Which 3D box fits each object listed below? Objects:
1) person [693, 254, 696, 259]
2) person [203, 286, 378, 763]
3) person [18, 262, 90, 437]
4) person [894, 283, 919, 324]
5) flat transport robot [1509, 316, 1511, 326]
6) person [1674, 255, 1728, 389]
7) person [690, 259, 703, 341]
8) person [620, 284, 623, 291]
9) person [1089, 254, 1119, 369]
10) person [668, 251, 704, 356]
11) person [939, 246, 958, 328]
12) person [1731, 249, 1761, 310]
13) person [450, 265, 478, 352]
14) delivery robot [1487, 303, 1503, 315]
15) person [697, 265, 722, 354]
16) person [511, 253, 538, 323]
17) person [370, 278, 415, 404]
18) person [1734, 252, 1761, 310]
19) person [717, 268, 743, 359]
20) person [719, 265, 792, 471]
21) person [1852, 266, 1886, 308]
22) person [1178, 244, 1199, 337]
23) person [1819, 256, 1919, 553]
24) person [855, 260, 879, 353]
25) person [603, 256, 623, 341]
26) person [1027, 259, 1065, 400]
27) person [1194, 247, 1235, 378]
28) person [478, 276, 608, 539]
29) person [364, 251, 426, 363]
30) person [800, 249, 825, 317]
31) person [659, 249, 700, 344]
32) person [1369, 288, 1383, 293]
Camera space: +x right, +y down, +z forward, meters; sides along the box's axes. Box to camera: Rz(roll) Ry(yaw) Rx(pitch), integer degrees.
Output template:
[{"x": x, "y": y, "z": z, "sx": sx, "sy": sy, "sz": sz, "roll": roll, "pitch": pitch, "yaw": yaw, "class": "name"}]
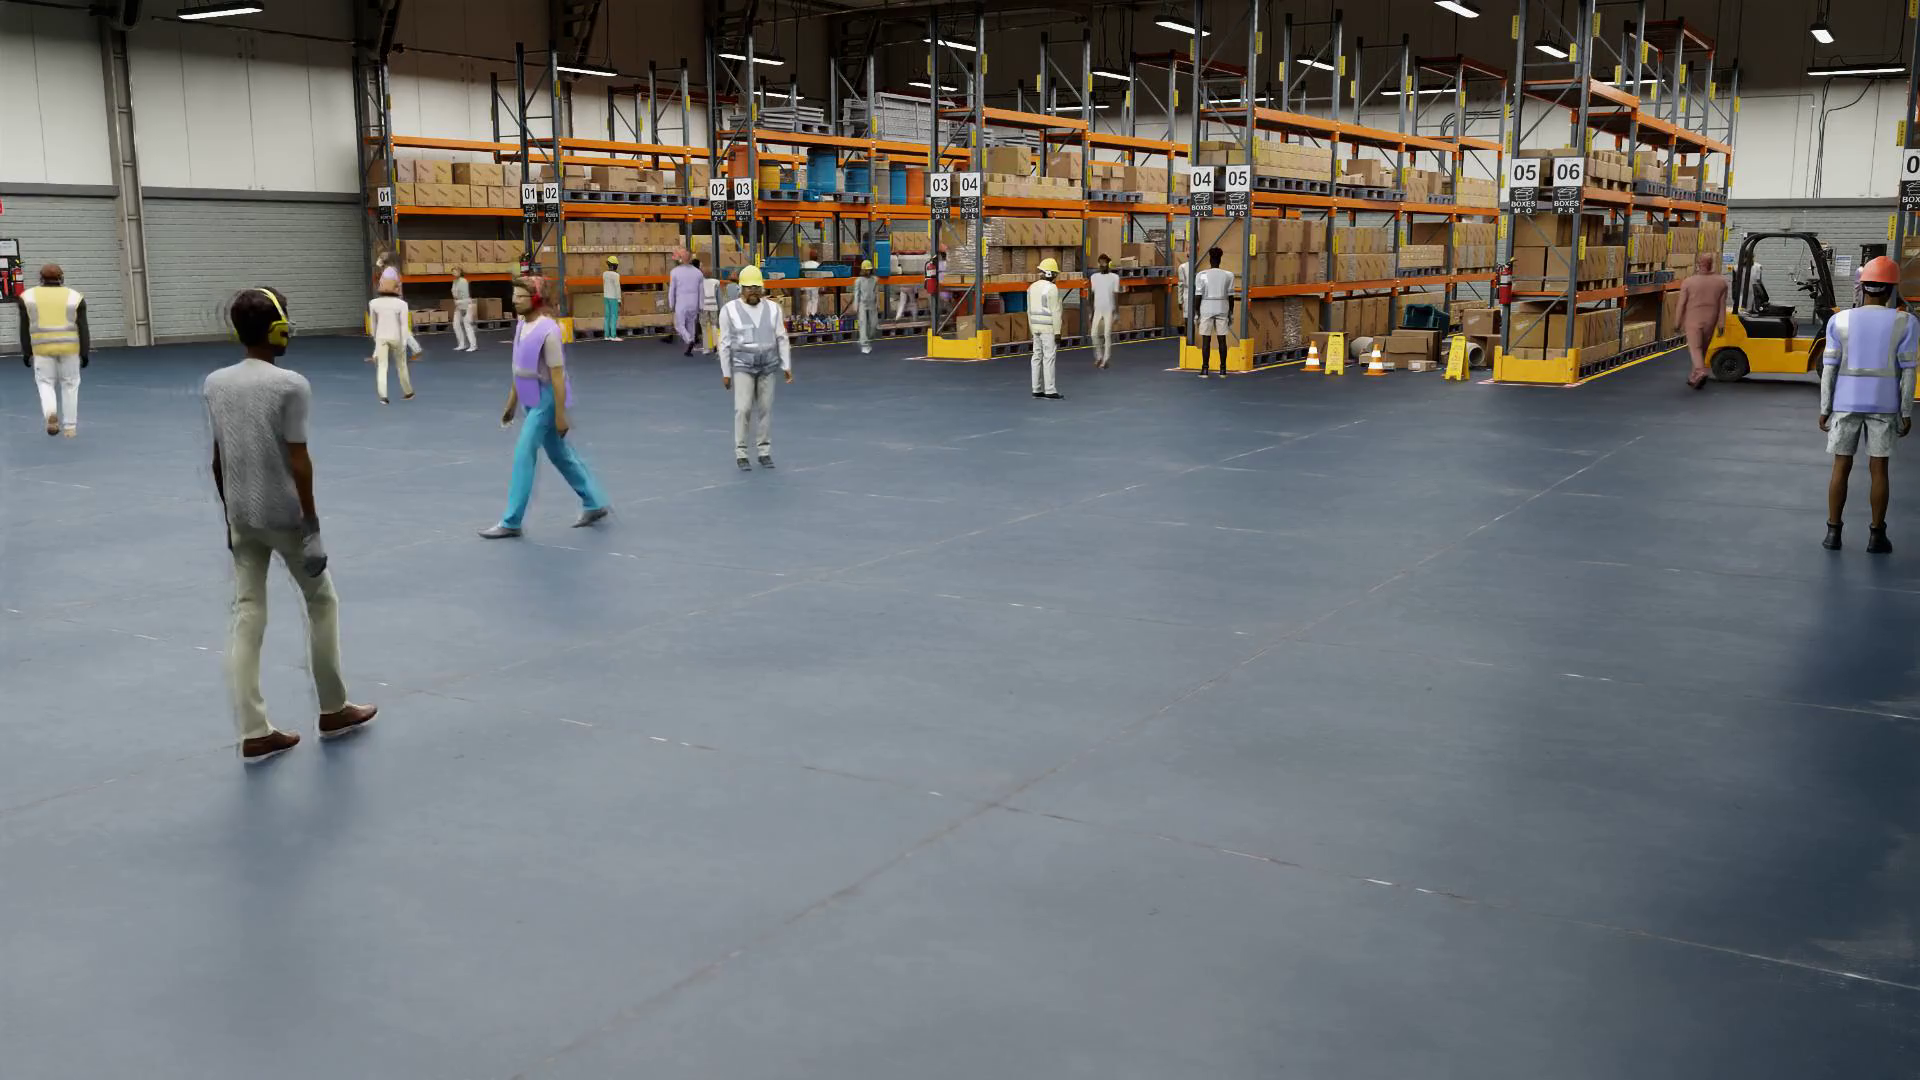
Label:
[{"x": -6.798, "y": -6.365, "z": 42.213, "sx": 0.378, "sy": 1.738, "sz": 0.555, "roll": -7, "pitch": 12, "yaw": -35, "class": "person"}, {"x": -2.682, "y": -0.080, "z": 6.669, "sx": 0.554, "sy": 1.846, "sz": 0.768, "roll": 3, "pitch": 11, "yaw": 16, "class": "person"}, {"x": -9.357, "y": -1.955, "z": 17.229, "sx": 0.646, "sy": 1.830, "sz": 0.532, "roll": -5, "pitch": 11, "yaw": -25, "class": "person"}, {"x": -1.266, "y": -6.004, "z": 39.971, "sx": 0.632, "sy": 1.812, "sz": 0.861, "roll": 6, "pitch": 12, "yaw": 29, "class": "person"}, {"x": 13.588, "y": -5.358, "z": 40.654, "sx": 0.652, "sy": 0.197, "sz": 1.431, "roll": 0, "pitch": 10, "yaw": 1, "class": "flat transport robot"}, {"x": 10.390, "y": -3.054, "z": 23.300, "sx": 0.653, "sy": 1.871, "sz": 0.954, "roll": 0, "pitch": 10, "yaw": 2, "class": "person"}, {"x": -5.493, "y": -5.004, "z": 34.677, "sx": 0.535, "sy": 1.700, "sz": 0.318, "roll": 7, "pitch": 12, "yaw": 35, "class": "person"}, {"x": -7.881, "y": -5.664, "z": 37.960, "sx": 0.507, "sy": 1.847, "sz": 0.344, "roll": 6, "pitch": 12, "yaw": 31, "class": "person"}, {"x": 2.287, "y": -3.654, "z": 26.673, "sx": 0.562, "sy": 1.852, "sz": 0.527, "roll": 5, "pitch": 11, "yaw": 24, "class": "person"}, {"x": -4.855, "y": -4.196, "z": 29.630, "sx": 0.674, "sy": 1.886, "sz": 0.596, "roll": -6, "pitch": 12, "yaw": -32, "class": "person"}, {"x": -0.236, "y": -4.965, "z": 33.617, "sx": 1.049, "sy": 1.990, "sz": 0.636, "roll": -8, "pitch": 13, "yaw": -38, "class": "person"}, {"x": 17.657, "y": -5.573, "z": 37.355, "sx": 0.610, "sy": 1.879, "sz": 0.521, "roll": 7, "pitch": 12, "yaw": 33, "class": "person"}, {"x": -9.245, "y": -4.306, "z": 31.006, "sx": 0.531, "sy": 1.605, "sz": 0.506, "roll": 10, "pitch": 14, "yaw": 44, "class": "person"}, {"x": 12.839, "y": -5.519, "z": 40.492, "sx": 0.707, "sy": 0.478, "sz": 0.477, "roll": -1, "pitch": 10, "yaw": -6, "class": "delivery robot"}, {"x": -4.613, "y": -4.196, "z": 30.341, "sx": 0.542, "sy": 1.622, "sz": 0.375, "roll": -5, "pitch": 11, "yaw": -26, "class": "person"}, {"x": -9.506, "y": -5.395, "z": 36.565, "sx": 0.642, "sy": 1.798, "sz": 0.912, "roll": 1, "pitch": 10, "yaw": 7, "class": "person"}, {"x": -7.242, "y": -2.537, "z": 21.173, "sx": 0.506, "sy": 1.585, "sz": 0.868, "roll": -1, "pitch": 10, "yaw": -3, "class": "person"}, {"x": 16.775, "y": -5.203, "z": 35.442, "sx": 0.538, "sy": 1.819, "sz": 0.961, "roll": 5, "pitch": 11, "yaw": 27, "class": "person"}, {"x": -3.889, "y": -3.920, "z": 28.912, "sx": 0.501, "sy": 1.590, "sz": 0.858, "roll": 8, "pitch": 13, "yaw": 39, "class": "person"}, {"x": -1.846, "y": -1.546, "z": 14.939, "sx": 0.610, "sy": 1.823, "sz": 0.428, "roll": -5, "pitch": 11, "yaw": -25, "class": "person"}, {"x": 17.255, "y": -4.552, "z": 31.536, "sx": 0.588, "sy": 1.918, "sz": 0.405, "roll": 6, "pitch": 12, "yaw": 29, "class": "person"}, {"x": 4.256, "y": -4.390, "z": 30.307, "sx": 0.605, "sy": 2.037, "sz": 0.404, "roll": 4, "pitch": 11, "yaw": 21, "class": "person"}, {"x": 5.963, "y": -0.885, "z": 10.939, "sx": 0.551, "sy": 1.935, "sz": 0.371, "roll": 6, "pitch": 12, "yaw": 32, "class": "person"}, {"x": -1.716, "y": -4.307, "z": 30.709, "sx": 0.506, "sy": 1.716, "sz": 0.463, "roll": -6, "pitch": 12, "yaw": -32, "class": "person"}, {"x": -7.200, "y": -4.999, "z": 34.489, "sx": 0.517, "sy": 1.757, "sz": 0.335, "roll": 8, "pitch": 13, "yaw": 39, "class": "person"}, {"x": 1.123, "y": -2.717, "z": 21.520, "sx": 0.403, "sy": 1.823, "sz": 0.586, "roll": -7, "pitch": 12, "yaw": -34, "class": "person"}, {"x": 3.830, "y": -3.424, "z": 25.072, "sx": 0.614, "sy": 1.963, "sz": 0.361, "roll": -1, "pitch": 10, "yaw": -3, "class": "person"}, {"x": -2.898, "y": -0.934, "z": 11.601, "sx": 0.971, "sy": 1.807, "sz": 0.562, "roll": -6, "pitch": 12, "yaw": -31, "class": "person"}, {"x": -9.603, "y": -3.946, "z": 28.202, "sx": 0.975, "sy": 1.903, "sz": 0.645, "roll": -3, "pitch": 11, "yaw": -19, "class": "person"}, {"x": -3.553, "y": -6.074, "z": 40.190, "sx": 0.622, "sy": 1.866, "sz": 0.444, "roll": 5, "pitch": 11, "yaw": 26, "class": "person"}, {"x": -5.626, "y": -4.864, "z": 33.356, "sx": 0.558, "sy": 1.890, "sz": 0.957, "roll": 10, "pitch": 14, "yaw": 44, "class": "person"}, {"x": 10.579, "y": -6.441, "z": 42.231, "sx": 1.020, "sy": 1.886, "sz": 0.558, "roll": 7, "pitch": 12, "yaw": 34, "class": "person"}]
